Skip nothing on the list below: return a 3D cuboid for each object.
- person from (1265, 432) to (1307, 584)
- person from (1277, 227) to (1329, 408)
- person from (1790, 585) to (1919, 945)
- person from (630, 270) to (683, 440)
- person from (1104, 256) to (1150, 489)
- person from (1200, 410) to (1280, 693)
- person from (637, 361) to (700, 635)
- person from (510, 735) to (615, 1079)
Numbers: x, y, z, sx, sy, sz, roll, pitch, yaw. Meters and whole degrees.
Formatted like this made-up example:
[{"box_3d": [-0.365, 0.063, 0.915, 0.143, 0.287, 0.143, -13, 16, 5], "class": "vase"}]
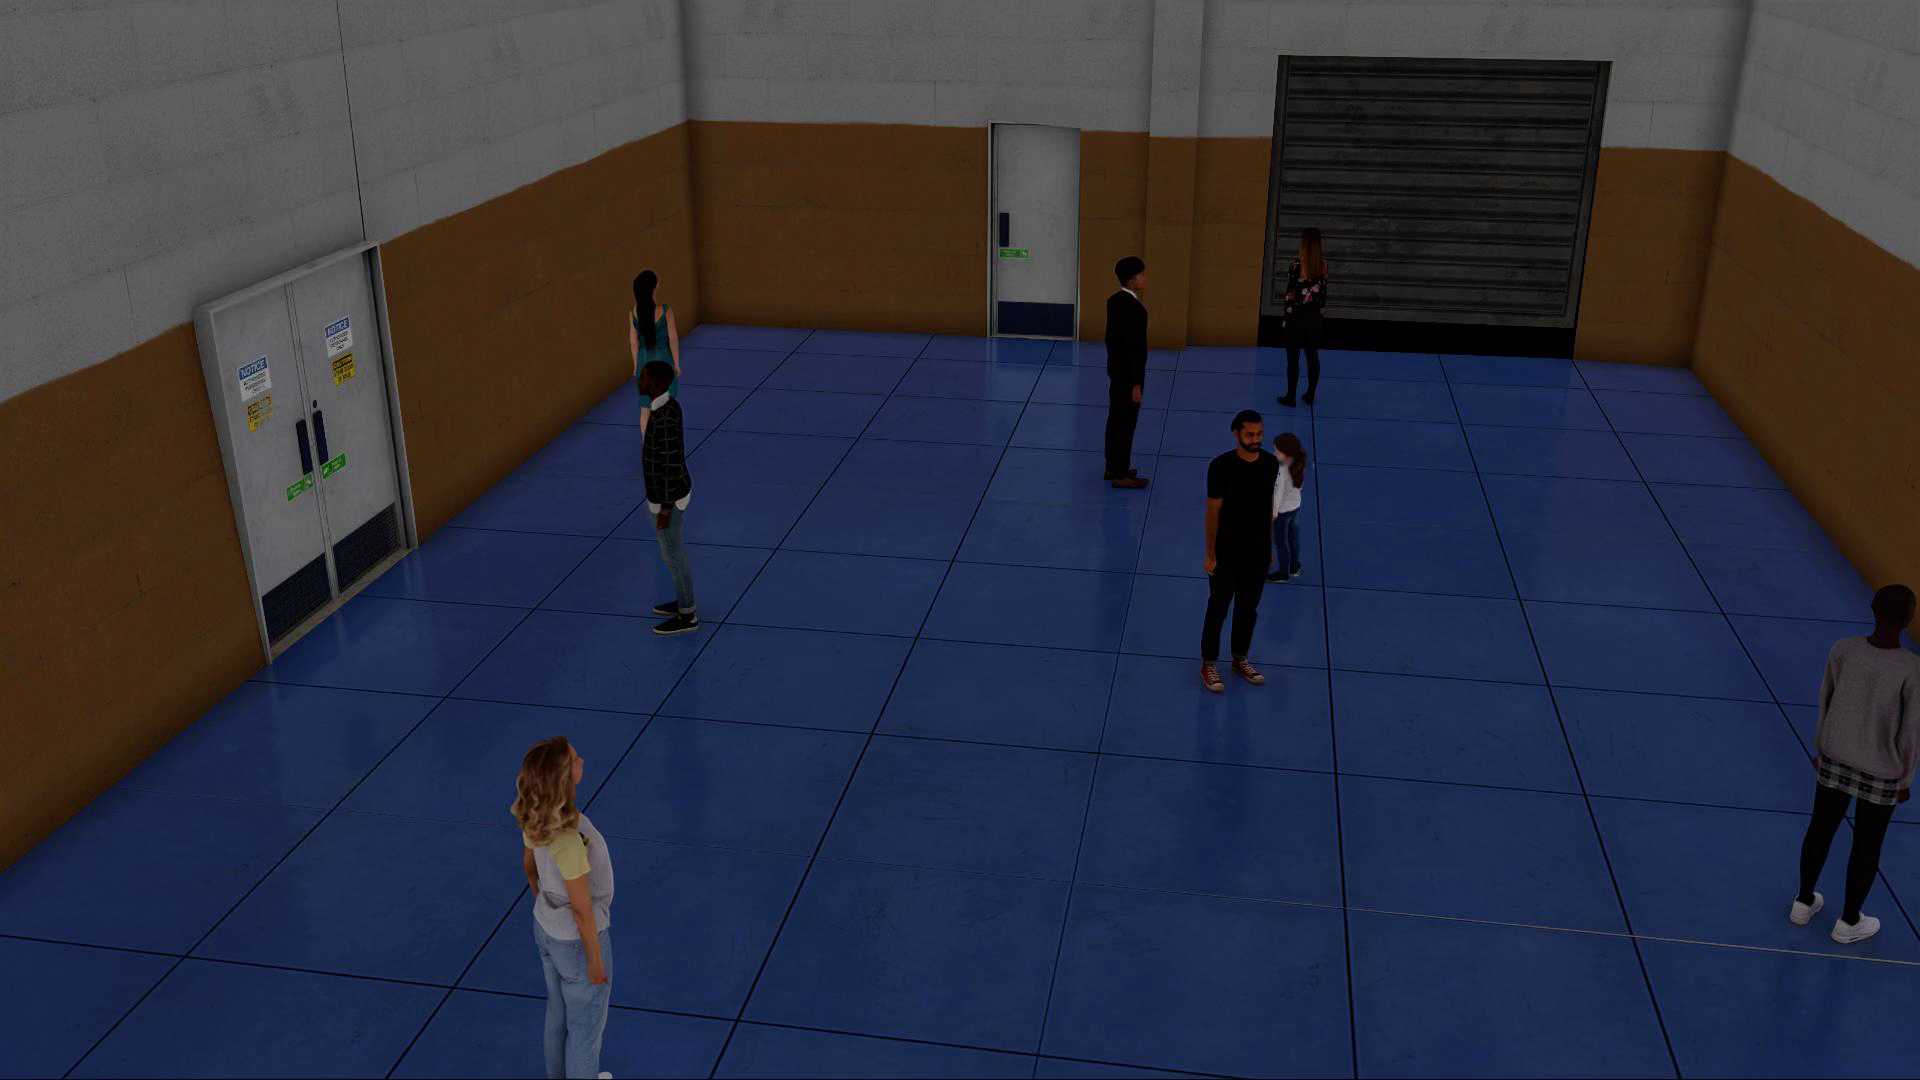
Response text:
[{"box_3d": [2.321, -0.252, 11.697, 0.615, 1.106, 0.598, -20, 29, -40], "class": "person"}, {"box_3d": [3.200, -2.073, 15.454, 0.602, 1.684, 0.713, -8, 23, -19], "class": "person"}, {"box_3d": [4.137, 1.019, 7.641, 0.752, 1.772, 0.684, -16, 27, -34], "class": "person"}, {"box_3d": [-2.527, -1.414, 13.810, 0.454, 1.686, 0.631, 1, 22, 4], "class": "person"}, {"box_3d": [1.322, -1.355, 13.398, 0.720, 1.884, 0.769, -6, 23, -14], "class": "person"}, {"box_3d": [1.692, 0.050, 10.073, 0.664, 1.757, 0.772, -9, 24, -21], "class": "person"}, {"box_3d": [-1.890, -0.289, 10.831, 0.663, 1.820, 0.737, -3, 22, -8], "class": "person"}, {"box_3d": [-1.506, 1.530, 6.415, 0.769, 1.723, 0.693, -17, 27, -36], "class": "person"}]
